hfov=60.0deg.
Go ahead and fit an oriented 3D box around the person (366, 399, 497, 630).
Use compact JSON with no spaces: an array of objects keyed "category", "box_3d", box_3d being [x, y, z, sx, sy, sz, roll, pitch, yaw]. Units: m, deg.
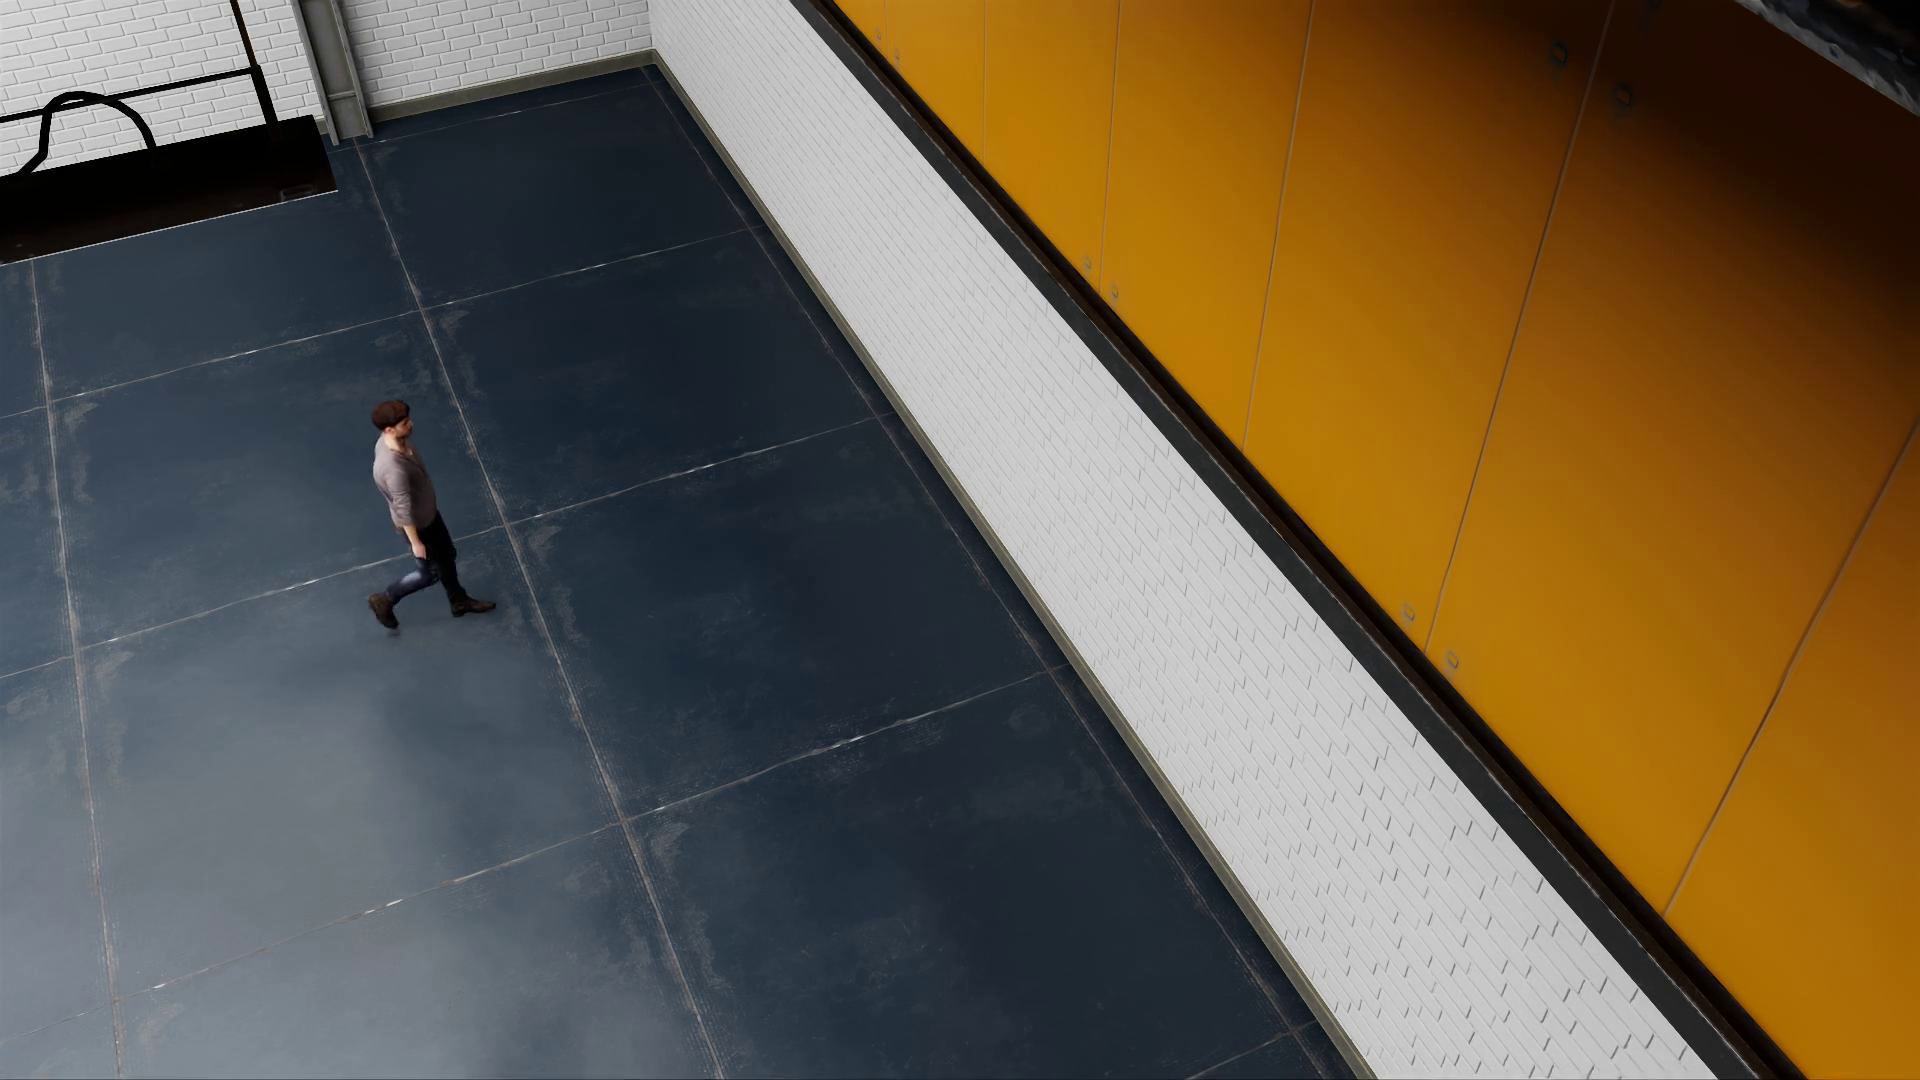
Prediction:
[{"category":"person","box_3d":[-3.689,-0.111,11.010,1.136,1.881,0.878,-8,44,-8]}]
